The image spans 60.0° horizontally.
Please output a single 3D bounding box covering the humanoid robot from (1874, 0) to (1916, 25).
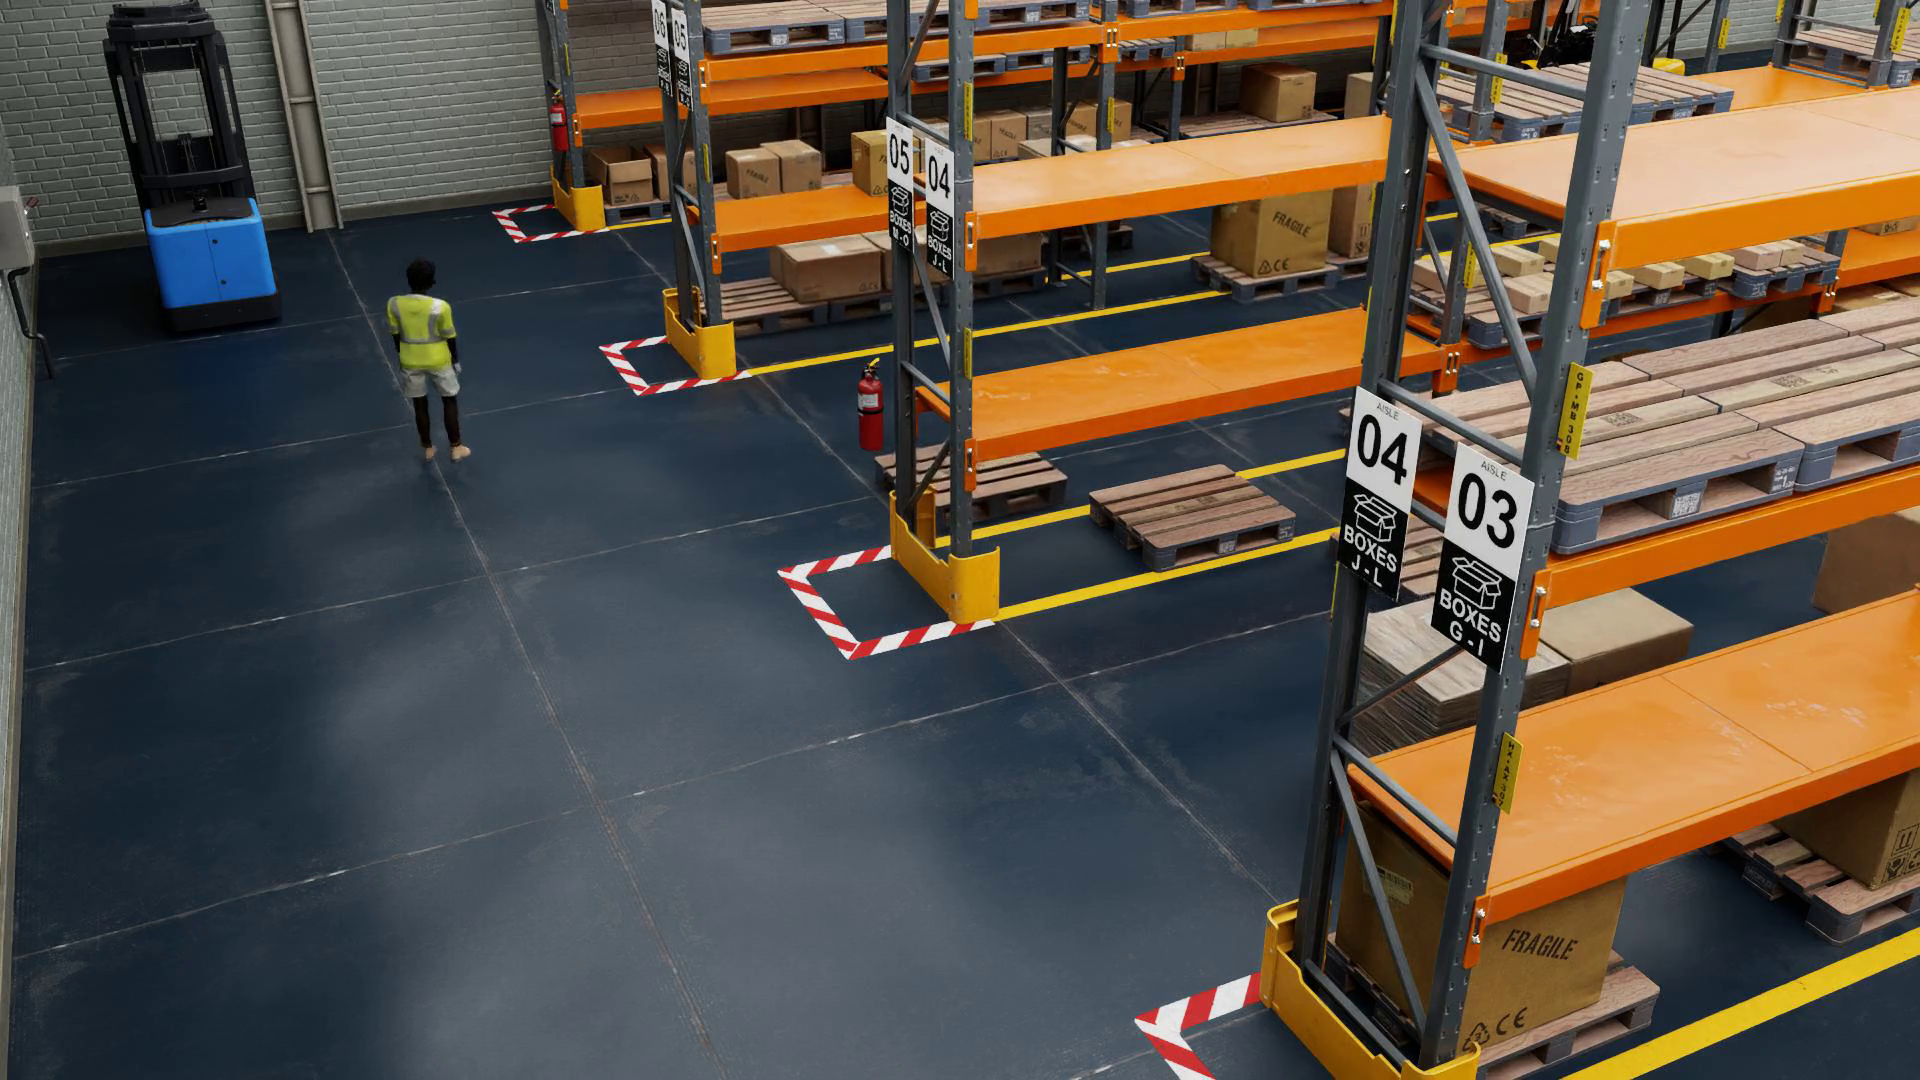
[{"bbox_3d":[14.810,-8.248,26.307,1.006,1.733,0.543,-13,30,-24],"label":"humanoid robot"}]

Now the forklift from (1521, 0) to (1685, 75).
[{"bbox_3d":[8.950,-6.807,23.056,1.214,2.155,2.313,-12,30,-22],"label":"forklift"}]

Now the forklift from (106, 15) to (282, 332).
[{"bbox_3d":[-7.548,-3.672,16.323,1.129,2.768,1.873,-12,30,-22],"label":"forklift"}]

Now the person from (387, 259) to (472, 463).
[{"bbox_3d":[-4.251,-1.412,13.278,0.554,1.683,0.327,1,28,2],"label":"person"}]
